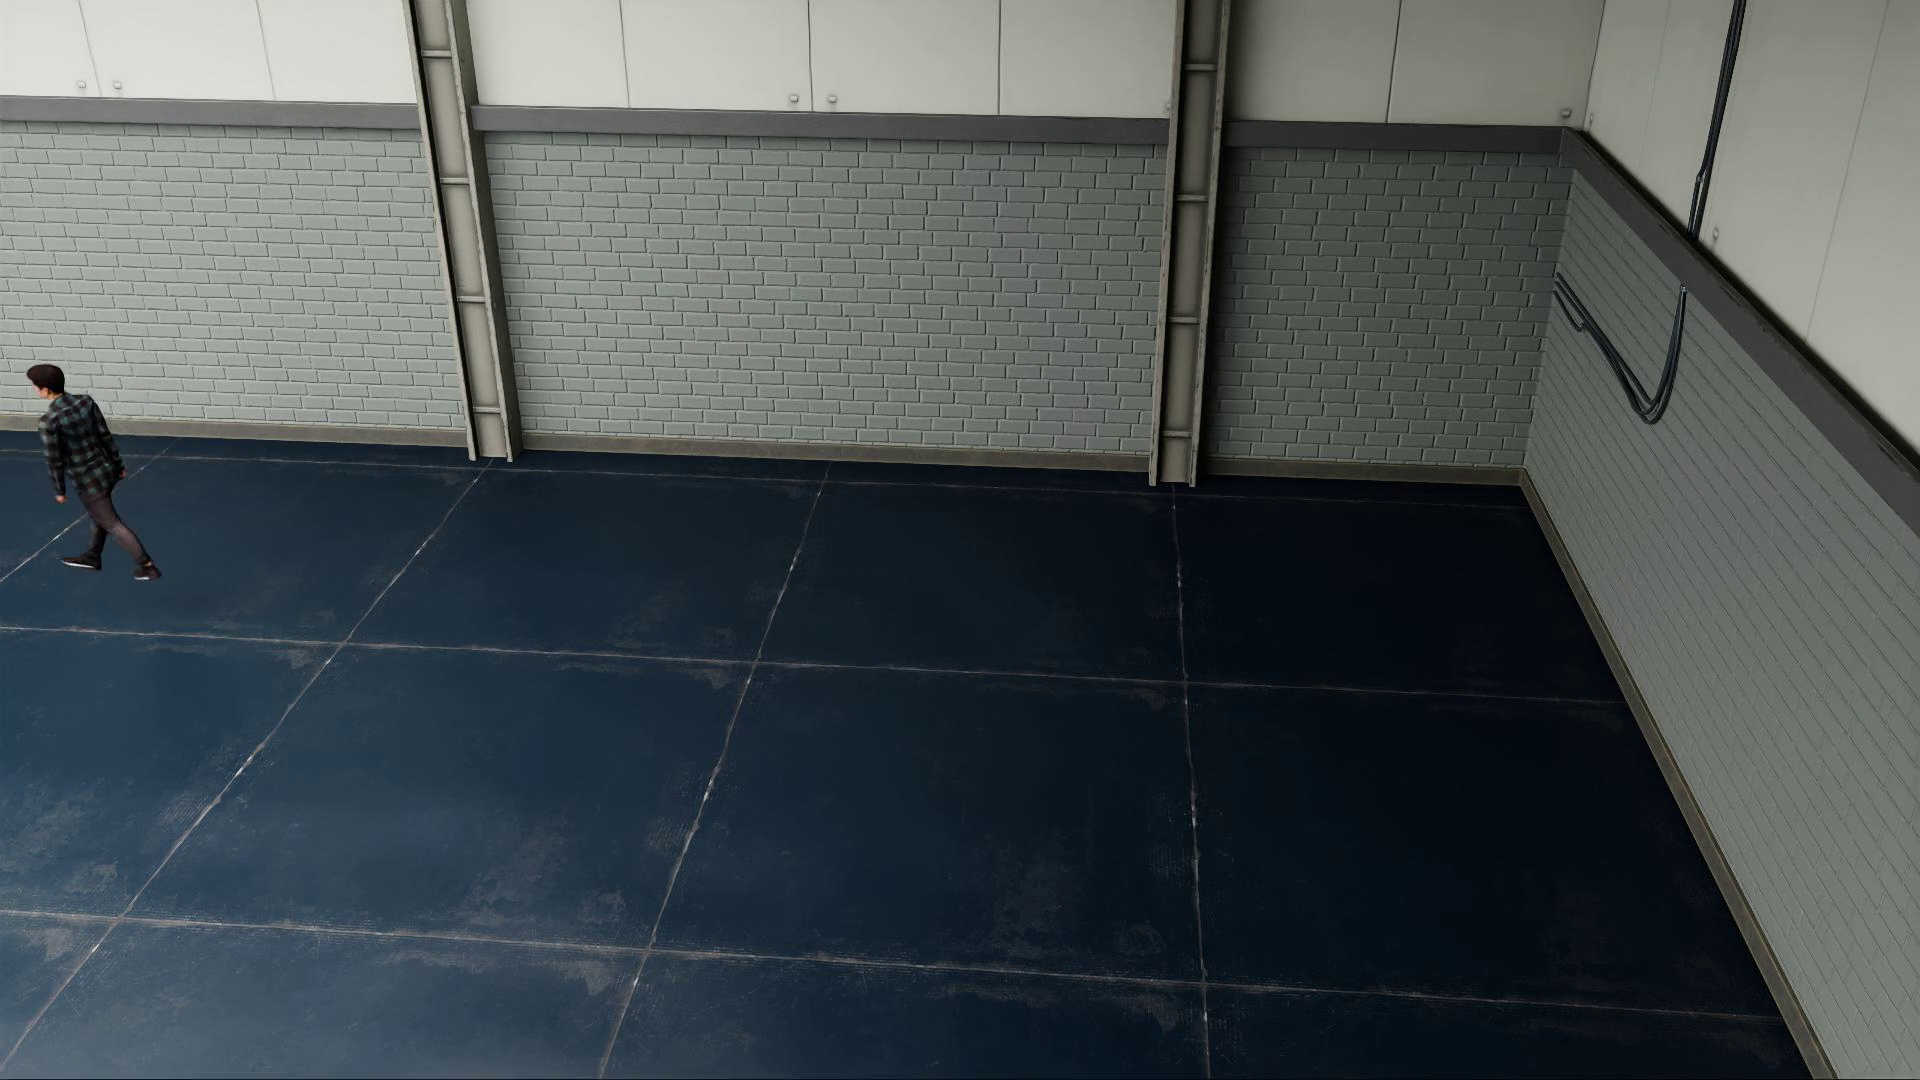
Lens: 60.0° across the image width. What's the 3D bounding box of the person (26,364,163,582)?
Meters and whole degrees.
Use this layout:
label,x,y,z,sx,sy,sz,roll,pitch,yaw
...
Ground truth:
label,x,y,z,sx,sy,sz,roll,pitch,yaw
person,-6.071,-0.458,11.769,1.040,1.675,0.751,8,28,15
